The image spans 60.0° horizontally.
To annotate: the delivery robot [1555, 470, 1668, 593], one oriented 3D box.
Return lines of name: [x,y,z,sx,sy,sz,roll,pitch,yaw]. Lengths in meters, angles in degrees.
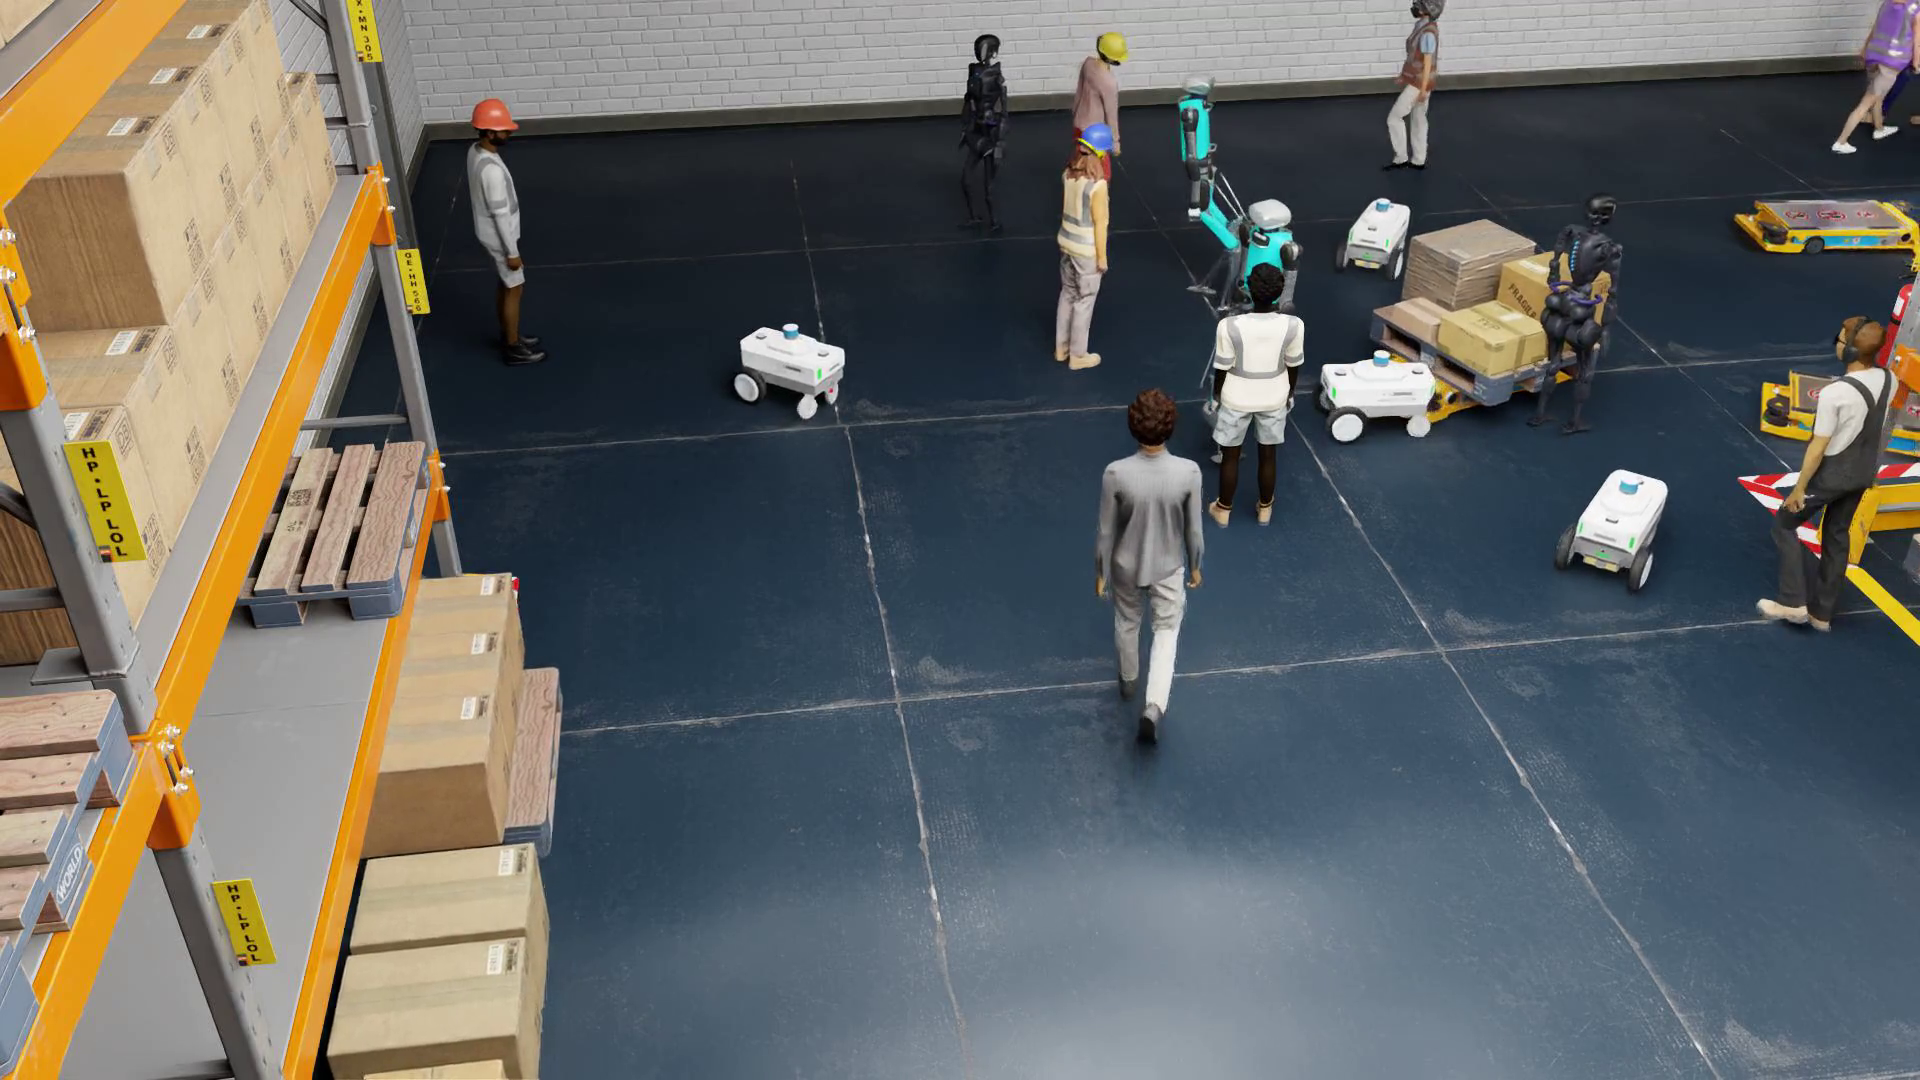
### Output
delivery robot: [3.856,-0.089,9.734,0.499,0.601,0.802,21,38,28]

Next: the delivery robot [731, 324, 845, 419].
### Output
delivery robot: [-1.176,-1.197,11.433,0.775,0.604,0.507,18,37,25]

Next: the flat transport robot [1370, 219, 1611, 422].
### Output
flat transport robot: [3.588,-1.189,11.675,1.431,0.231,0.659,-17,37,-24]

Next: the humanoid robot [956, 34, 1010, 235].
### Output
humanoid robot: [0.203,-3.302,13.625,0.359,1.659,0.602,-21,39,-29]

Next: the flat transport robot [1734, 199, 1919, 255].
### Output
flat transport robot: [7.300,-2.607,13.847,1.431,0.231,0.659,-1,33,-1]

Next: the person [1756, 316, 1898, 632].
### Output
person: [4.701,-0.329,8.954,0.518,1.817,0.468,-11,35,-16]

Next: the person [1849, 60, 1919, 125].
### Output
person: [9.244,-4.910,15.837,0.863,1.949,0.511,14,36,21]

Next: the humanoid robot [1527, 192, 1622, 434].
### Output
humanoid robot: [4.013,-1.480,10.828,0.344,1.655,0.585,-18,37,-25]

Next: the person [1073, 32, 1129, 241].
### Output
person: [1.098,-3.367,13.688,0.323,1.717,0.654,-15,36,-22]

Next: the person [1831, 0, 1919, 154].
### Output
person: [8.585,-4.391,15.320,0.922,1.640,0.498,-11,35,-16]

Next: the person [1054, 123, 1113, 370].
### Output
person: [0.880,-2.042,11.613,0.379,1.756,0.475,-20,38,-28]

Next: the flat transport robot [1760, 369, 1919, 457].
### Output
flat transport robot: [6.125,-0.800,11.079,1.431,0.231,0.659,13,35,19]

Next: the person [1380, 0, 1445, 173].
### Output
person: [4.029,-4.093,14.841,0.541,1.674,0.430,6,34,10]

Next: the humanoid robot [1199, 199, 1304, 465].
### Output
humanoid robot: [1.695,-1.195,10.366,0.702,1.818,0.543,-16,36,-23]

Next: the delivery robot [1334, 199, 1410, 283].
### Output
delivery robot: [3.344,-2.430,13.314,0.499,0.593,0.795,15,36,22]

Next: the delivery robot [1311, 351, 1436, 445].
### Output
delivery robot: [2.752,-0.979,11.078,0.754,0.581,0.499,-1,33,-2]

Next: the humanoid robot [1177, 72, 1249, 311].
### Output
humanoid robot: [1.996,-2.580,12.498,0.806,1.802,0.530,8,34,12]

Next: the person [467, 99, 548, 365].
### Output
person: [-3.174,-2.132,11.612,0.385,1.923,0.547,-15,36,-21]

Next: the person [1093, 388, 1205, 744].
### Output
person: [0.923,0.129,8.183,0.542,1.879,0.764,5,33,7]

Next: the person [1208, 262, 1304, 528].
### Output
person: [1.731,-0.837,9.826,0.539,1.696,0.315,-2,33,-3]
